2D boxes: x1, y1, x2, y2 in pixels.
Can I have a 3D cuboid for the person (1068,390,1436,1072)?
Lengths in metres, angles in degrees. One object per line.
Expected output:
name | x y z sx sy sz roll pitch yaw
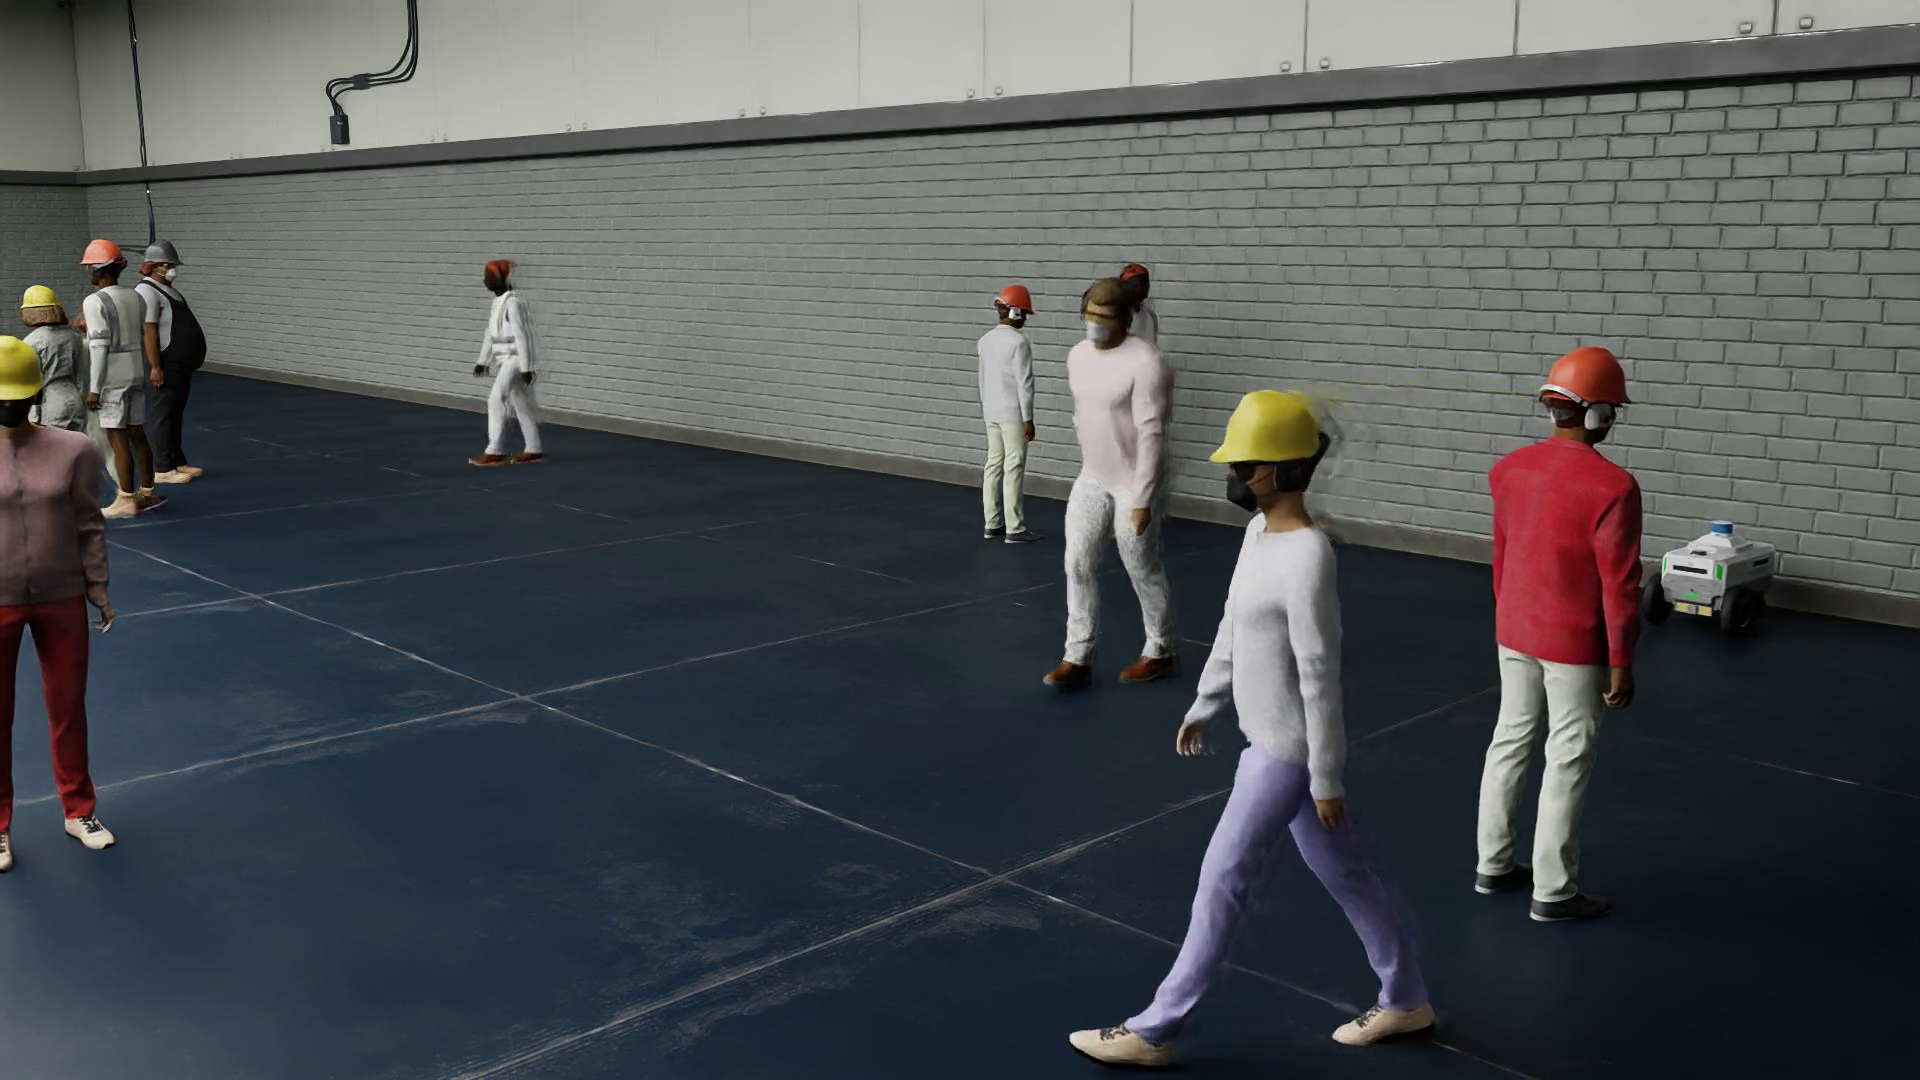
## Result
person | 0.792 0.485 4.111 0.952 1.717 0.533 0 10 2

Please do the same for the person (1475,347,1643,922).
person | 1.860 0.284 5.098 0.354 1.744 0.565 -5 11 -25

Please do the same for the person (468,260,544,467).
person | -4.149 -1.575 14.954 0.826 1.851 0.603 -5 11 -24

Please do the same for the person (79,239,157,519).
person | -6.227 -1.177 12.256 0.374 2.044 0.605 1 10 6

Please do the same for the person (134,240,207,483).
person | -6.671 -1.513 14.094 0.537 2.000 0.689 -2 11 -9

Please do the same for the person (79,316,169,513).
person | -6.417 -0.951 12.311 0.919 1.560 0.505 -4 11 -19

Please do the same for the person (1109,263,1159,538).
person | 1.164 -0.965 11.534 0.582 1.882 0.338 -9 14 -39

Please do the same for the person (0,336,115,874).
person | -3.074 0.207 5.497 0.526 1.757 0.343 -9 14 -41

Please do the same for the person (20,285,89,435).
person | -6.272 -0.886 11.516 0.320 1.737 0.483 3 11 18

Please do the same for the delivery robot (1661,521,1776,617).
delivery robot | 4.053 0.140 8.877 0.707 0.478 0.477 -9 14 -41

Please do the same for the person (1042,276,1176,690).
person | 0.697 -0.234 7.509 0.854 1.889 0.646 -9 14 -40

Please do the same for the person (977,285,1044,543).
person | 0.353 -0.857 11.324 0.337 1.742 0.561 -6 12 -31
